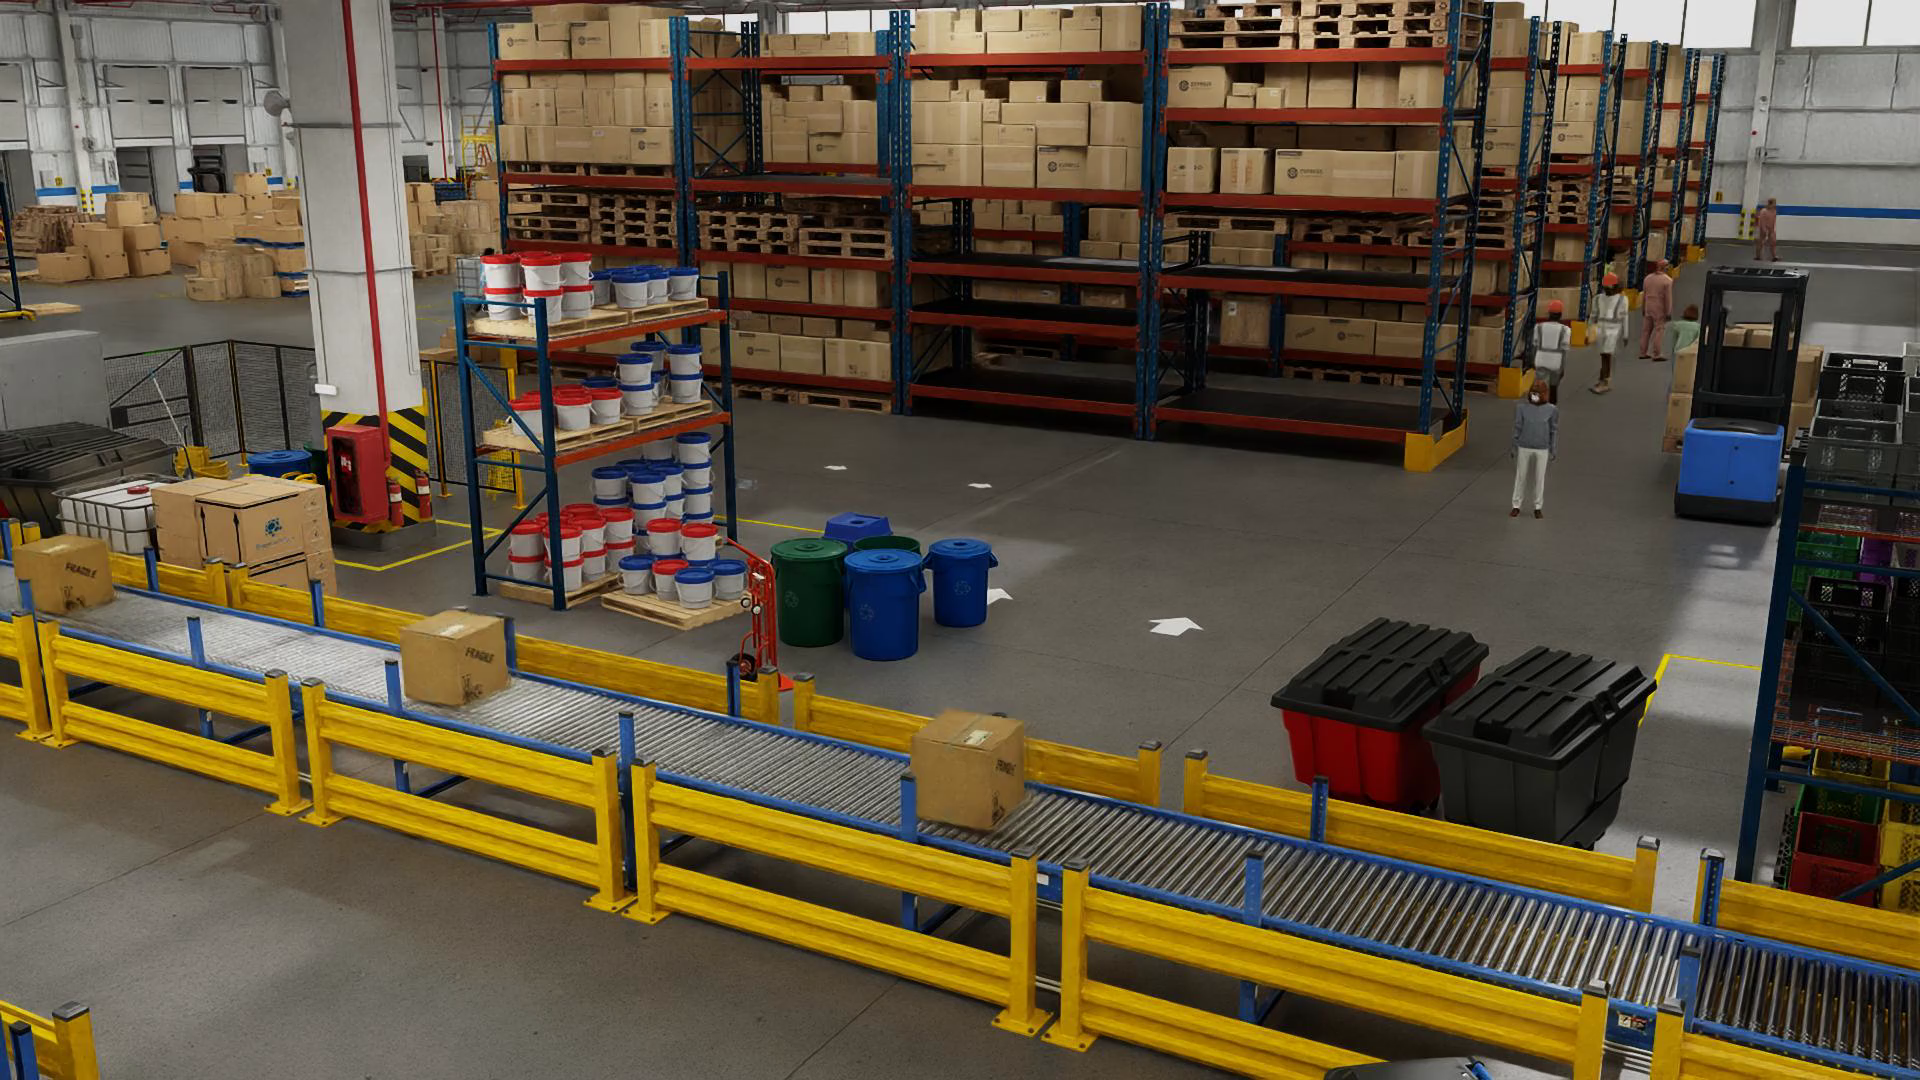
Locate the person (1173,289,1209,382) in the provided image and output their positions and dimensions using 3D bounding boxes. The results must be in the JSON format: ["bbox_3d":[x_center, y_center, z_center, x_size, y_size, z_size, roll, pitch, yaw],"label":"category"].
[{"bbox_3d":[4.016,-3.584,28.902,0.805,1.662,0.542,7,16,24],"label":"person"}]

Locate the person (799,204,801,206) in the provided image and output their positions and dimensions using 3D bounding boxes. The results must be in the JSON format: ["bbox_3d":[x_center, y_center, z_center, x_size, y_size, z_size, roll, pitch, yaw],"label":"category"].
[{"bbox_3d":[-4.388,-8.574,47.179,0.371,1.915,0.595,1,15,5],"label":"person"}]

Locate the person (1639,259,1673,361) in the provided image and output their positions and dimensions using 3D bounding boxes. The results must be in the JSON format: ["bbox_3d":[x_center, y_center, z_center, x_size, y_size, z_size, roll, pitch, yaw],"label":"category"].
[{"bbox_3d":[13.078,-4.302,31.162,0.398,1.899,0.649,-7,17,-25],"label":"person"}]

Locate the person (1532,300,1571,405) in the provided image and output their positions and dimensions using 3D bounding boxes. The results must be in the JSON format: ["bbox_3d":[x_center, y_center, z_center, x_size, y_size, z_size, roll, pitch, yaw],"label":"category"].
[{"bbox_3d":[8.862,-2.651,24.982,0.544,1.881,1.011,7,16,25],"label":"person"}]

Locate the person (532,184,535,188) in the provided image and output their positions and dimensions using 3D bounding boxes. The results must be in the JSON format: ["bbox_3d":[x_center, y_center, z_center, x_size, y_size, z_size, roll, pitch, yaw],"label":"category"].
[{"bbox_3d":[-17.010,-13.488,66.087,0.530,1.689,0.321,2,15,9],"label":"person"}]

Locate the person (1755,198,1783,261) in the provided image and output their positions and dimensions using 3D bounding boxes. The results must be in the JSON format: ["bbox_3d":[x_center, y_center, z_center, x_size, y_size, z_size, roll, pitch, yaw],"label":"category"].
[{"bbox_3d":[24.390,-9.307,50.018,0.654,1.867,0.916,-5,16,-18],"label":"person"}]

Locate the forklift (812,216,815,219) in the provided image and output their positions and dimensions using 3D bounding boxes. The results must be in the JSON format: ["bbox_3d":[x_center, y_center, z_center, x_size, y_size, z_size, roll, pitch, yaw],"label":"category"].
[{"bbox_3d":[-2.306,-4.623,30.481,1.873,2.768,1.129,8,17,28],"label":"forklift"}]

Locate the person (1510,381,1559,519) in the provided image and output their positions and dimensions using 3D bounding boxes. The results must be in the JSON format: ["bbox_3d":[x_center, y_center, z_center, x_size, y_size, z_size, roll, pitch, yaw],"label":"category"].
[{"bbox_3d":[6.714,-1.058,19.464,0.509,1.632,0.270,5,16,18],"label":"person"}]

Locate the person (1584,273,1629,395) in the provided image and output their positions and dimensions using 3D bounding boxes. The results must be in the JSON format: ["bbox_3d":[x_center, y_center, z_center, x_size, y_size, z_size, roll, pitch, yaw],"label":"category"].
[{"bbox_3d":[10.658,-3.405,27.568,0.996,2.002,0.644,-13,20,-40],"label":"person"}]

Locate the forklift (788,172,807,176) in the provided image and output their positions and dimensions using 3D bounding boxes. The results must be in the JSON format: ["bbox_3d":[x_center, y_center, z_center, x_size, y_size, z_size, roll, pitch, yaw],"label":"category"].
[{"bbox_3d":[-6.019,-12.997,61.960,1.873,2.768,1.129,8,17,28],"label":"forklift"}]

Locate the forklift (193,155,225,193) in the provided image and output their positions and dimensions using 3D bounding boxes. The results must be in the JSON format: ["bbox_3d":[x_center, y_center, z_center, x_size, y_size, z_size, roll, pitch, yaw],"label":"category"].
[{"bbox_3d":[-26.647,-12.289,59.298,1.129,2.768,1.873,-3,15,-12],"label":"forklift"}]

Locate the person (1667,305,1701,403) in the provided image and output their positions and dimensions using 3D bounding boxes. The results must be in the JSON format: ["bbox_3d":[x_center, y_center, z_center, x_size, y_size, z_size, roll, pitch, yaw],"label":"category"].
[{"bbox_3d":[11.695,-2.995,26.821,0.499,1.594,0.846,10,18,34],"label":"person"}]

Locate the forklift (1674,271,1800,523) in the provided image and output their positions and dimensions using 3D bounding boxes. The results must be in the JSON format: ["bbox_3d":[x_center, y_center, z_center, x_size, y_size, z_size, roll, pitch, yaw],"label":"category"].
[{"bbox_3d":[9.269,-1.763,19.726,1.129,2.768,1.873,8,17,27],"label":"forklift"}]

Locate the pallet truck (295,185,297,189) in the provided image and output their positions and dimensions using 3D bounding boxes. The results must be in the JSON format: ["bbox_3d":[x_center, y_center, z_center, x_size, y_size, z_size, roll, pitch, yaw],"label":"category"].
[{"bbox_3d":[-26.804,-14.617,69.738,1.885,1.965,0.823,-14,20,-42],"label":"pallet truck"}]

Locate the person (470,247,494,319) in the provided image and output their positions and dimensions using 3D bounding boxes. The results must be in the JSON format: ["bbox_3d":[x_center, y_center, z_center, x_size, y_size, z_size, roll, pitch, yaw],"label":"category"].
[{"bbox_3d":[-10.350,-5.546,36.257,0.638,1.670,0.542,-13,20,-40],"label":"person"}]

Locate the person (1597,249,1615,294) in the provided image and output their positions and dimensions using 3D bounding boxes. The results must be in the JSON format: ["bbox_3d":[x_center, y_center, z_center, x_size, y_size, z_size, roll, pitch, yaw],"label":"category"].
[{"bbox_3d":[13.817,-5.380,35.611,0.319,1.690,0.530,9,18,32],"label":"person"}]
